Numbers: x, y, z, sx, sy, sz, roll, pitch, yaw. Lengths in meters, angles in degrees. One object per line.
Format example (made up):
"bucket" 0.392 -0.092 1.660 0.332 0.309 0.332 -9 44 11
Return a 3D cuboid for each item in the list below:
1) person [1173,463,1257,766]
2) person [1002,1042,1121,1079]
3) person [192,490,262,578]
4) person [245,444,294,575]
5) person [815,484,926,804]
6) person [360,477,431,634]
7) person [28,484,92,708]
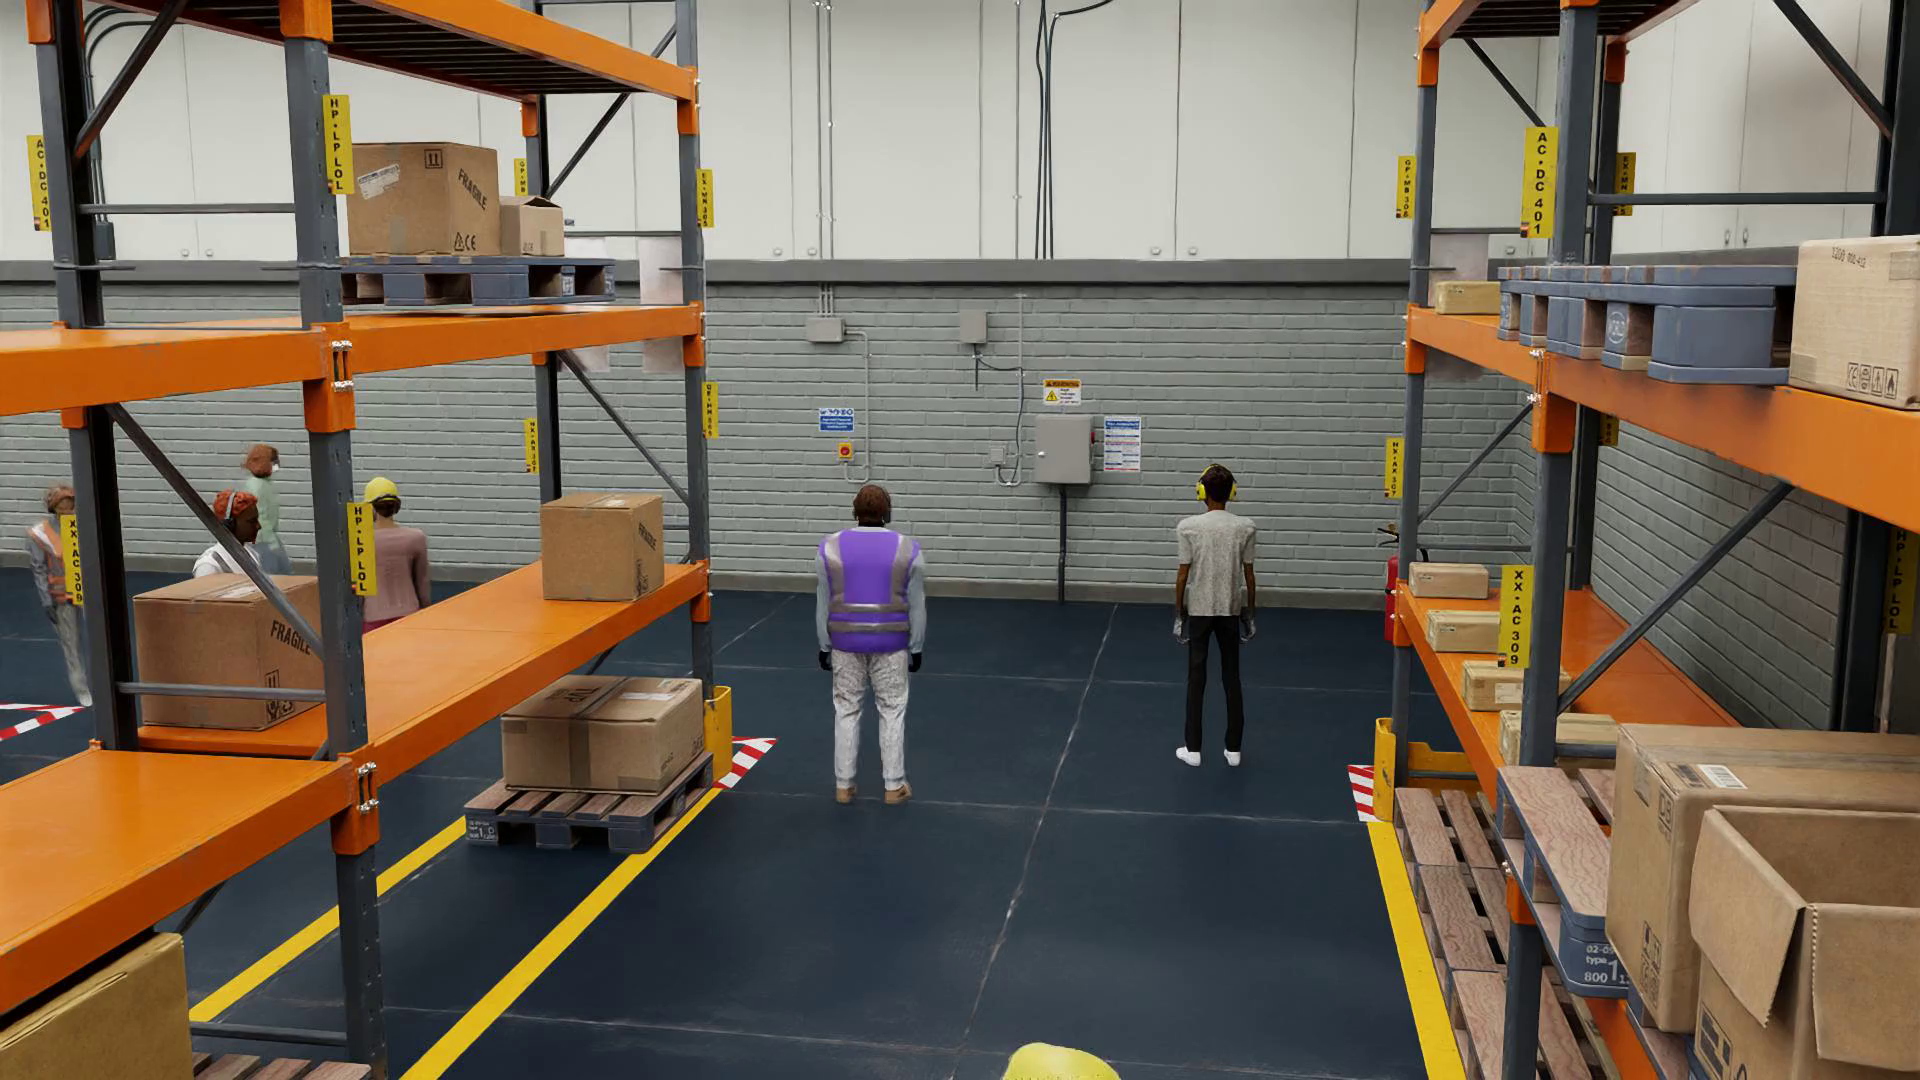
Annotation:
"person" 1.565 0.464 10.203 0.513 1.860 0.317 0 9 -3
"person" 0.188 1.690 2.790 0.588 1.811 0.494 -5 11 -29
"person" -3.854 0.666 8.894 0.358 1.880 0.575 0 9 1
"person" -5.708 0.009 13.742 0.325 1.614 0.520 -2 9 -12
"person" -0.507 0.594 9.482 0.627 1.836 0.429 0 9 1
"person" -3.563 0.484 10.397 0.528 1.760 0.381 -8 12 -42
"person" -5.982 0.409 11.328 0.562 1.588 0.816 -6 11 -35
